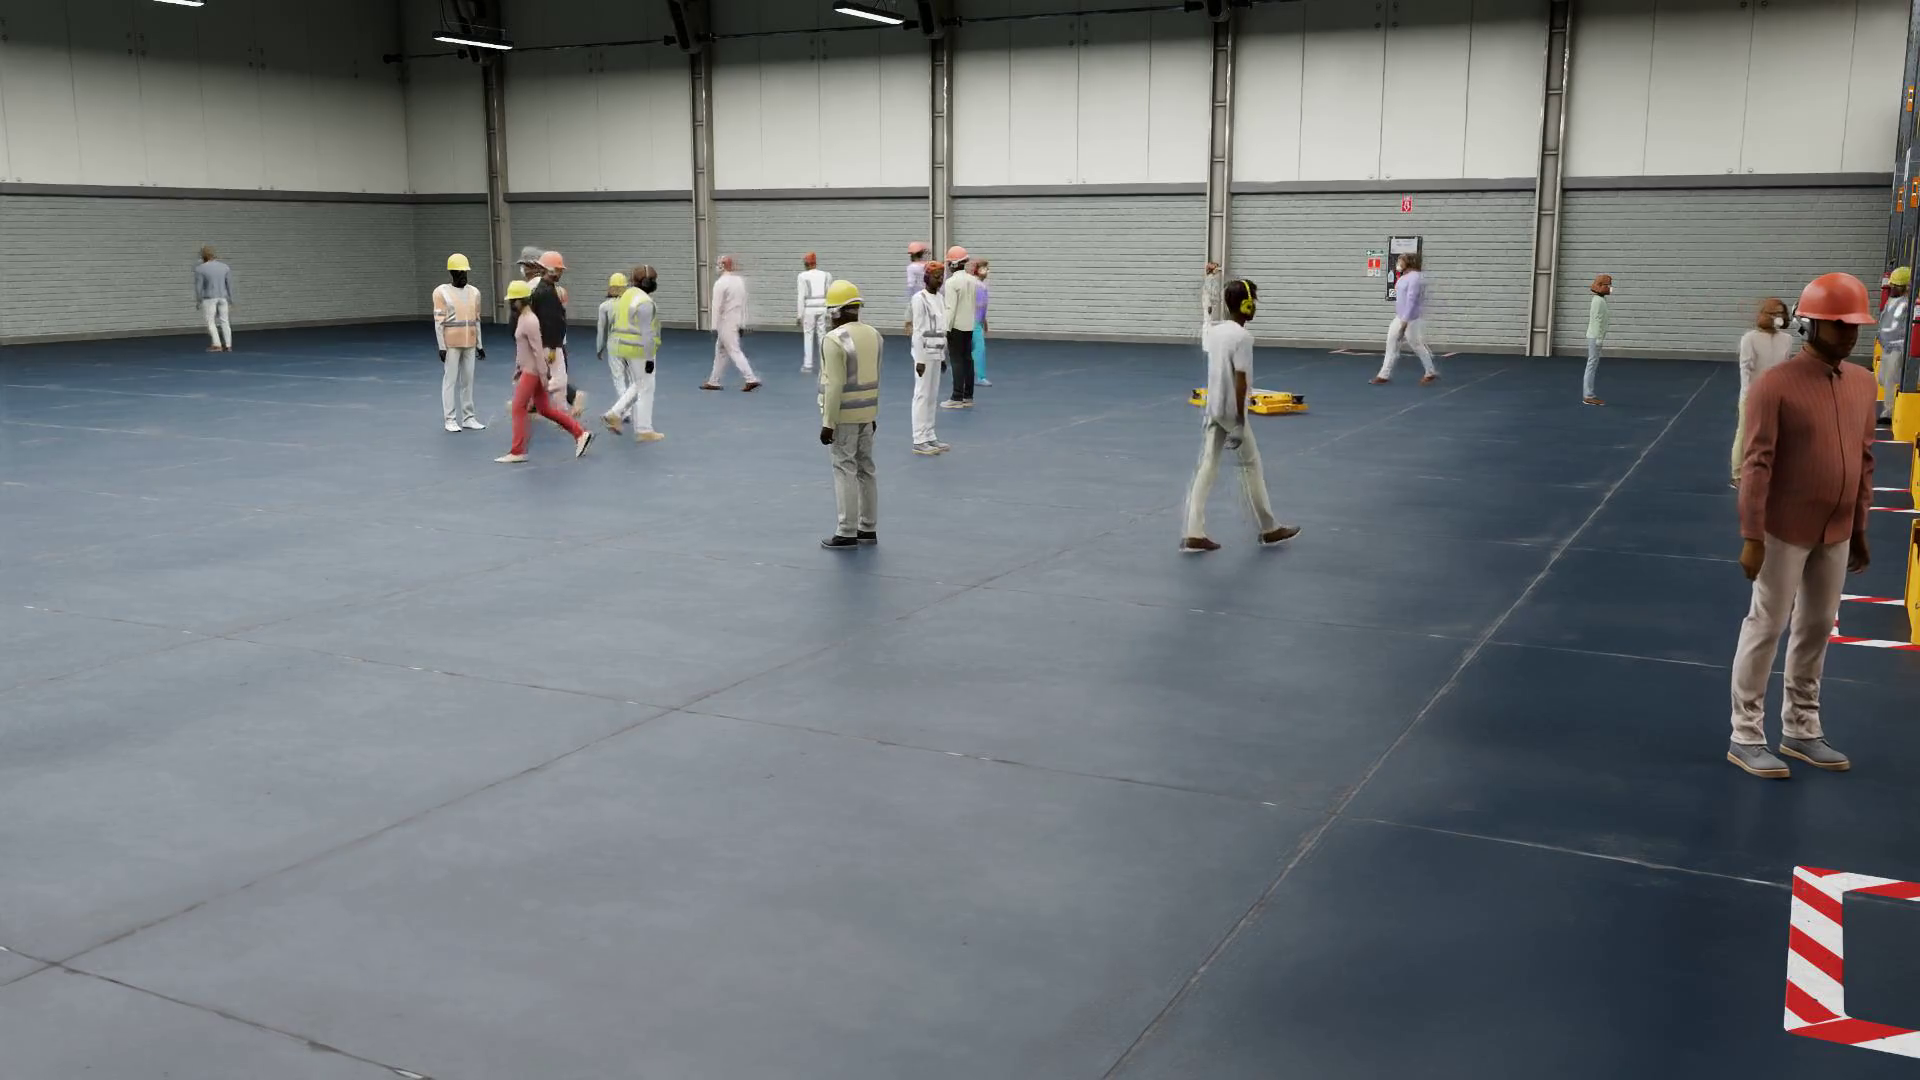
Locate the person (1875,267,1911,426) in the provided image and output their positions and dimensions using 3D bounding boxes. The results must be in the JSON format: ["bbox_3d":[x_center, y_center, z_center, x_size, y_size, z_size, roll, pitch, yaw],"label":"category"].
[{"bbox_3d":[10.511,-2.148,18.557,0.521,1.790,0.607,1,10,5],"label":"person"}]

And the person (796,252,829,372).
[{"bbox_3d":[-2.323,-3.535,25.927,0.606,1.866,0.513,-7,13,-34],"label":"person"}]

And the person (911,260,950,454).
[{"bbox_3d":[-0.295,-1.790,16.318,0.353,1.884,0.576,4,11,22],"label":"person"}]

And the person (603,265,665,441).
[{"bbox_3d":[-3.356,-1.919,17.191,0.545,1.825,0.644,-6,12,-31],"label":"person"}]

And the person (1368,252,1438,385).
[{"bbox_3d":[6.380,-3.132,23.635,1.004,1.901,0.638,-2,11,-11],"label":"person"}]

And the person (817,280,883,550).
[{"bbox_3d":[-0.765,-0.847,11.327,0.404,1.827,0.600,6,12,30],"label":"person"}]

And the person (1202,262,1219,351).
[{"bbox_3d":[4.612,-4.293,30.638,0.310,1.638,0.523,3,11,14],"label":"person"}]

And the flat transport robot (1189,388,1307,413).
[{"bbox_3d":[3.516,-1.729,20.388,0.652,0.197,1.431,-7,12,-32],"label":"flat transport robot"}]

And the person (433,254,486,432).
[{"bbox_3d":[-5.453,-2.151,18.170,0.379,1.928,0.585,8,13,37],"label":"person"}]

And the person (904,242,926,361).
[{"bbox_3d":[-0.701,-4.024,28.143,0.463,2.022,0.626,9,14,42],"label":"person"}]

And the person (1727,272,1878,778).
[{"bbox_3d":[3.332,-0.046,6.539,0.614,1.989,0.402,-4,11,-20],"label":"person"}]

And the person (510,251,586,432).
[{"bbox_3d":[-4.432,-2.101,17.790,0.780,1.963,0.633,-4,11,-22],"label":"person"}]

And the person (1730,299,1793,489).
[{"bbox_3d":[6.663,-1.165,13.688,0.508,1.603,0.788,-1,10,-8],"label":"person"}]

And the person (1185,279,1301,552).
[{"bbox_3d":[1.903,-0.839,11.277,0.935,1.825,0.536,-6,12,-28],"label":"person"}]

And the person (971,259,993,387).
[{"bbox_3d":[0.181,-3.078,23.607,0.686,1.803,0.633,3,11,18],"label":"person"}]

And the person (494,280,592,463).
[{"bbox_3d":[-3.961,-1.596,15.715,0.848,1.720,0.500,-3,11,-14],"label":"person"}]

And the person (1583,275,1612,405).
[{"bbox_3d":[8.071,-2.531,21.042,0.284,1.634,0.498,4,11,19],"label":"person"}]

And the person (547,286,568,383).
[{"bbox_3d":[-5.825,-3.051,23.709,0.317,1.695,0.540,8,13,35],"label":"person"}]

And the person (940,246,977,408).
[{"bbox_3d":[-0.016,-2.629,20.592,0.376,1.996,0.612,6,12,30],"label":"person"}]

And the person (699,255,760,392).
[{"bbox_3d":[-3.151,-2.959,22.756,0.969,1.867,0.656,3,11,18],"label":"person"}]

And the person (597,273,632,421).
[{"bbox_3d":[-3.922,-2.229,19.219,0.504,1.699,0.901,-4,11,-22],"label":"person"}]

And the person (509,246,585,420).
[{"bbox_3d":[-4.765,-2.371,19.059,0.807,2.000,0.685,-1,10,-8],"label":"person"}]

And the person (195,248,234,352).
[{"bbox_3d":[-13.598,-4.375,30.422,0.429,1.919,0.696,8,13,37],"label":"person"}]
